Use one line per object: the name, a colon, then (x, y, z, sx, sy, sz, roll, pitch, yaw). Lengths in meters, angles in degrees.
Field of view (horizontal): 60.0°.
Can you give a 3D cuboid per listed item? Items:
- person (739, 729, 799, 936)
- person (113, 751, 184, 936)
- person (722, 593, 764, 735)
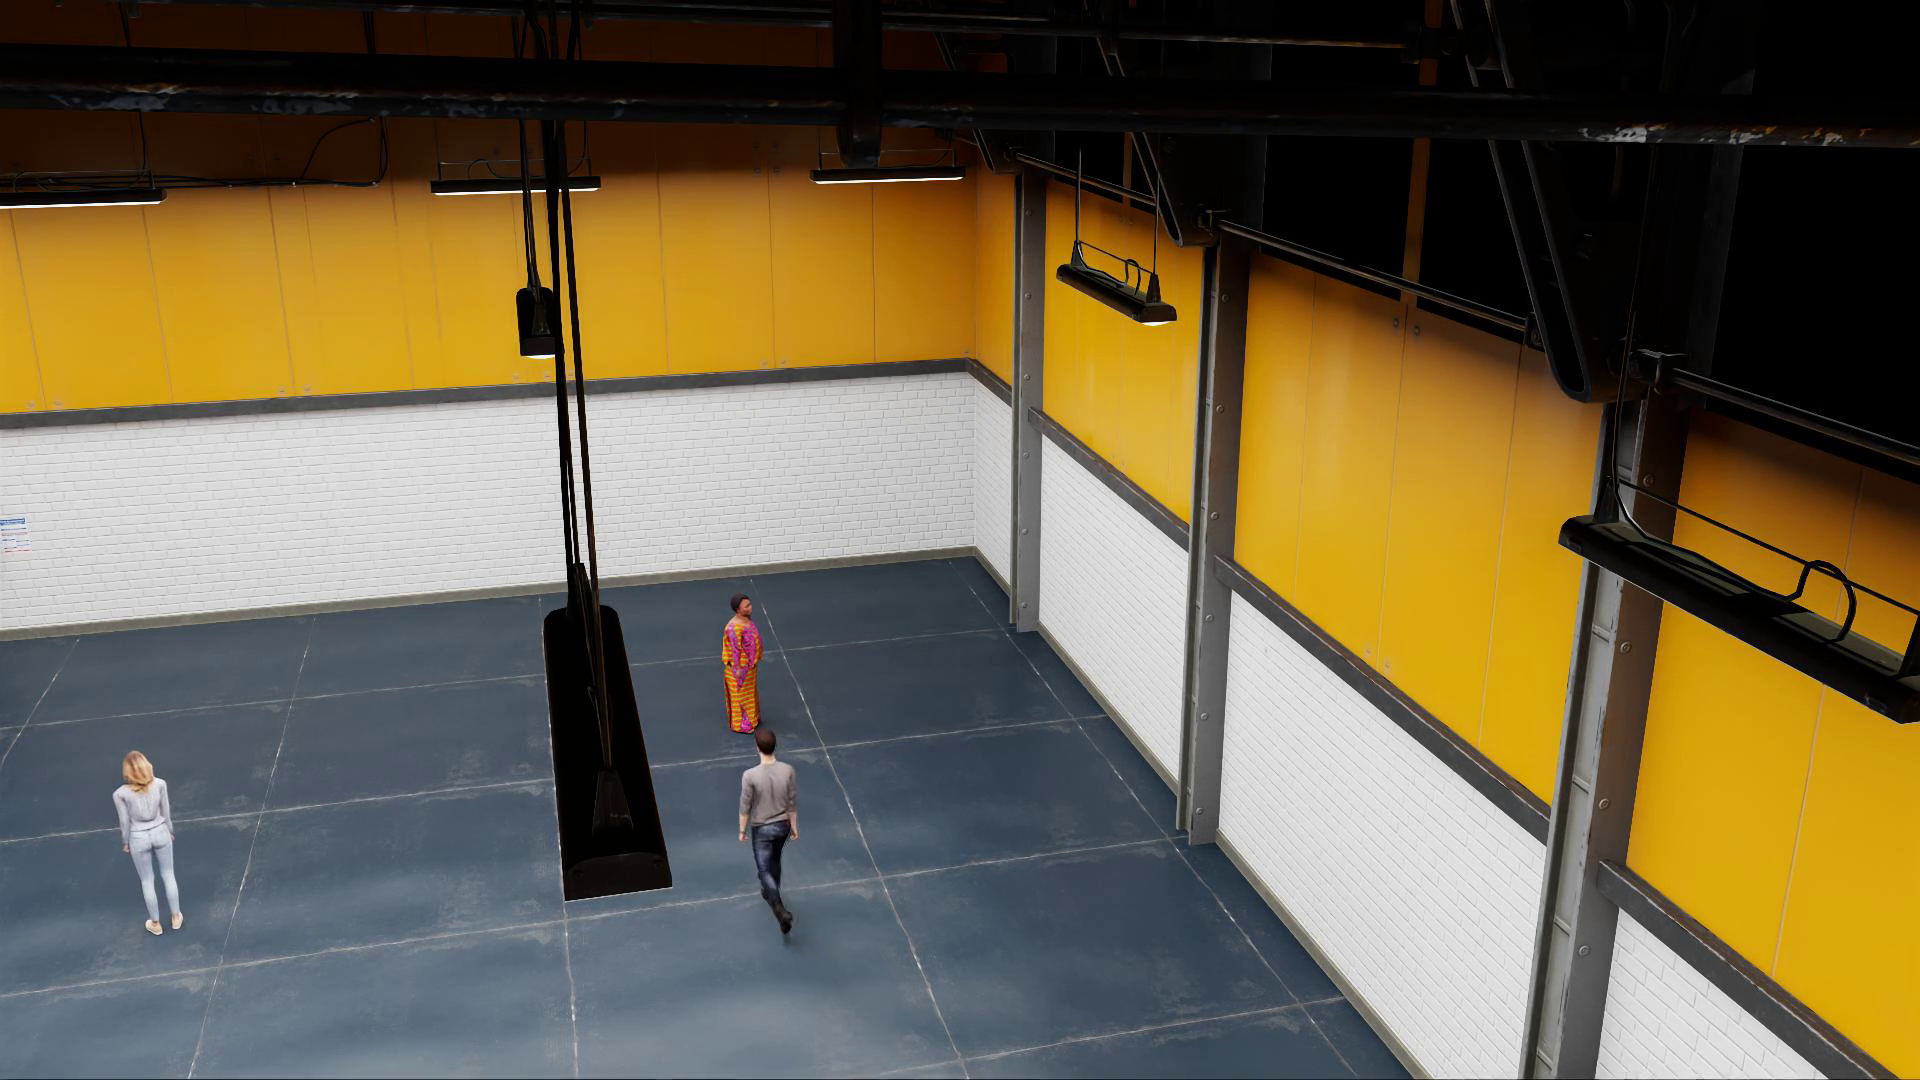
person: (-1.691, 2.668, 15.112, 0.823, 1.869, 1.234, -9, 20, -24)
person: (-7.336, 2.725, 15.057, 0.660, 1.796, 0.646, -14, 23, -35)
person: (-2.491, 1.386, 19.209, 0.814, 1.683, 0.720, 3, 19, 9)
